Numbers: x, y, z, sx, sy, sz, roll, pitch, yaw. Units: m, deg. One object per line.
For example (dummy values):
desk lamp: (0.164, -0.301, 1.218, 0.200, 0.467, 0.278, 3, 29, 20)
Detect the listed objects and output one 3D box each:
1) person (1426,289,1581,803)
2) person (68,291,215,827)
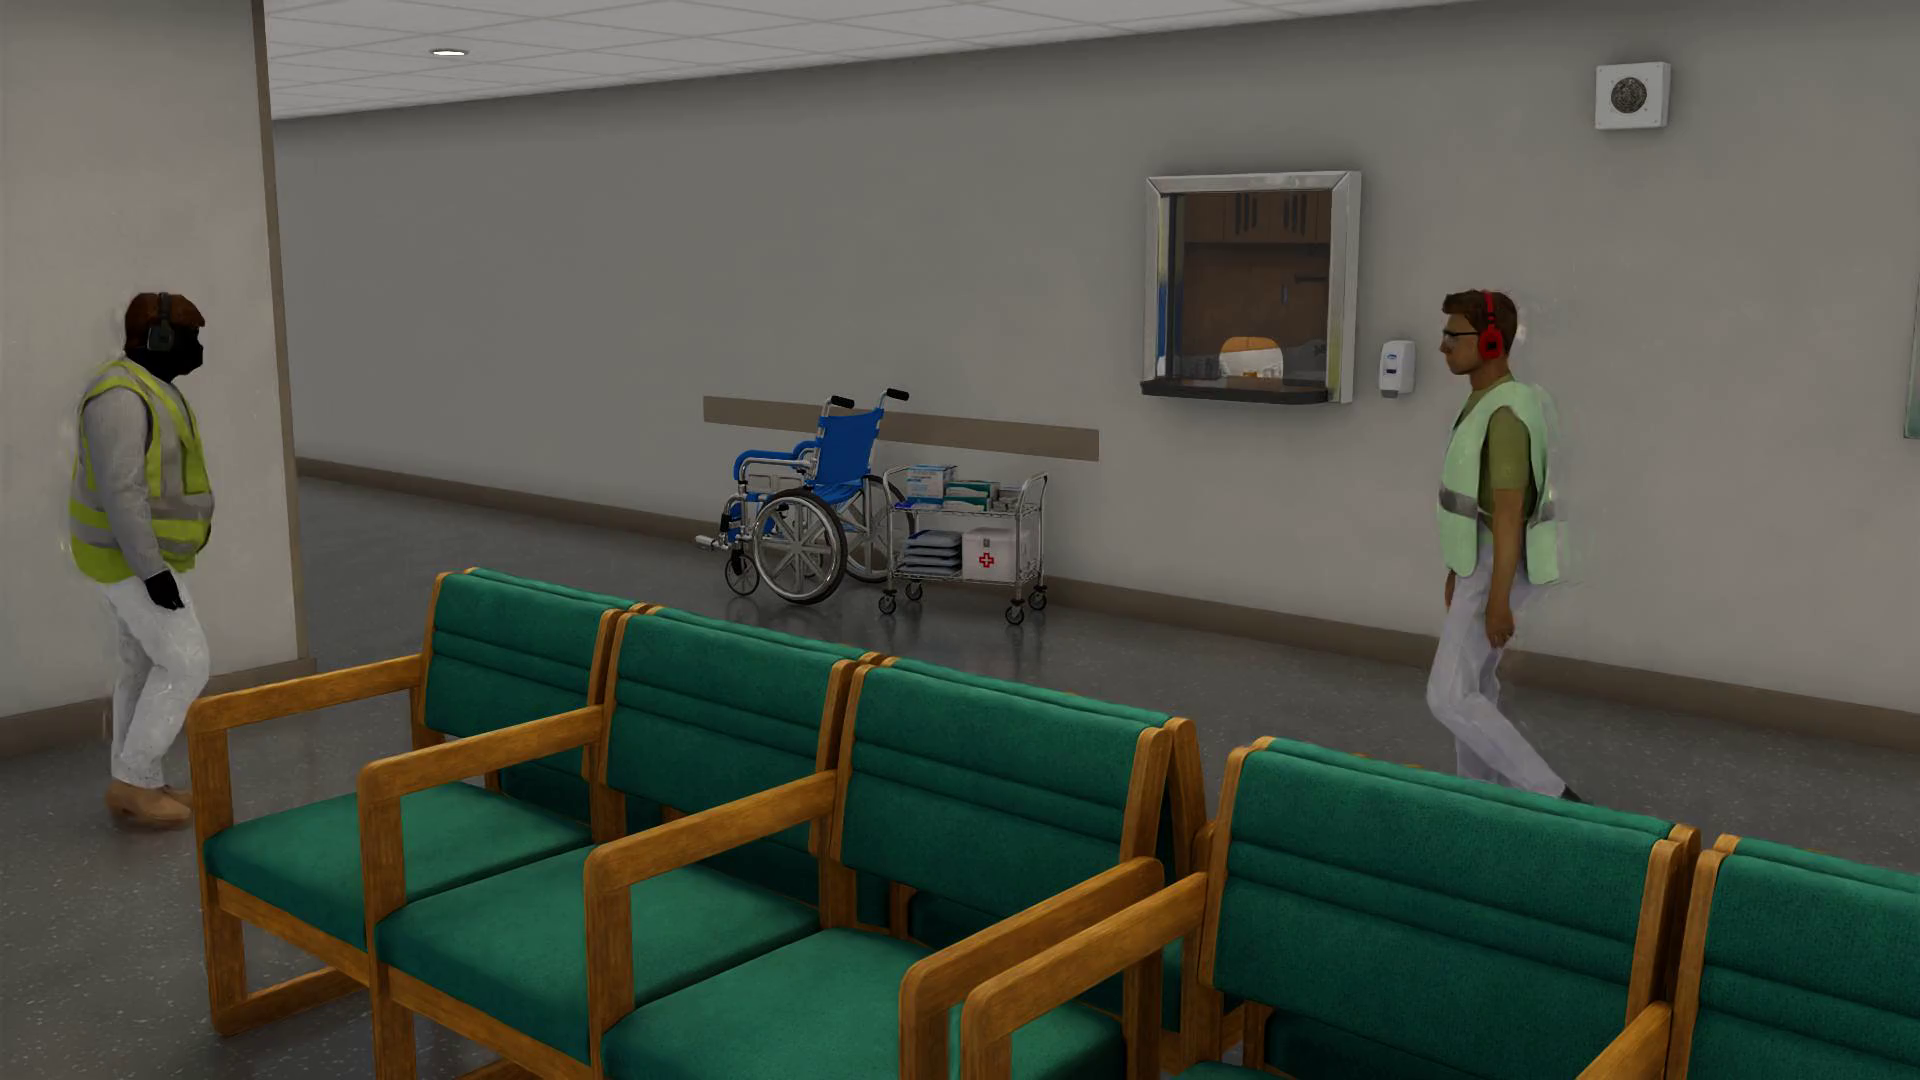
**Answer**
person: (1.691, 0.126, 5.307, 0.440, 1.834, 0.579, 2, 10, 12)
person: (-2.747, 0.075, 5.638, 0.448, 1.813, 0.655, -2, 10, -12)
